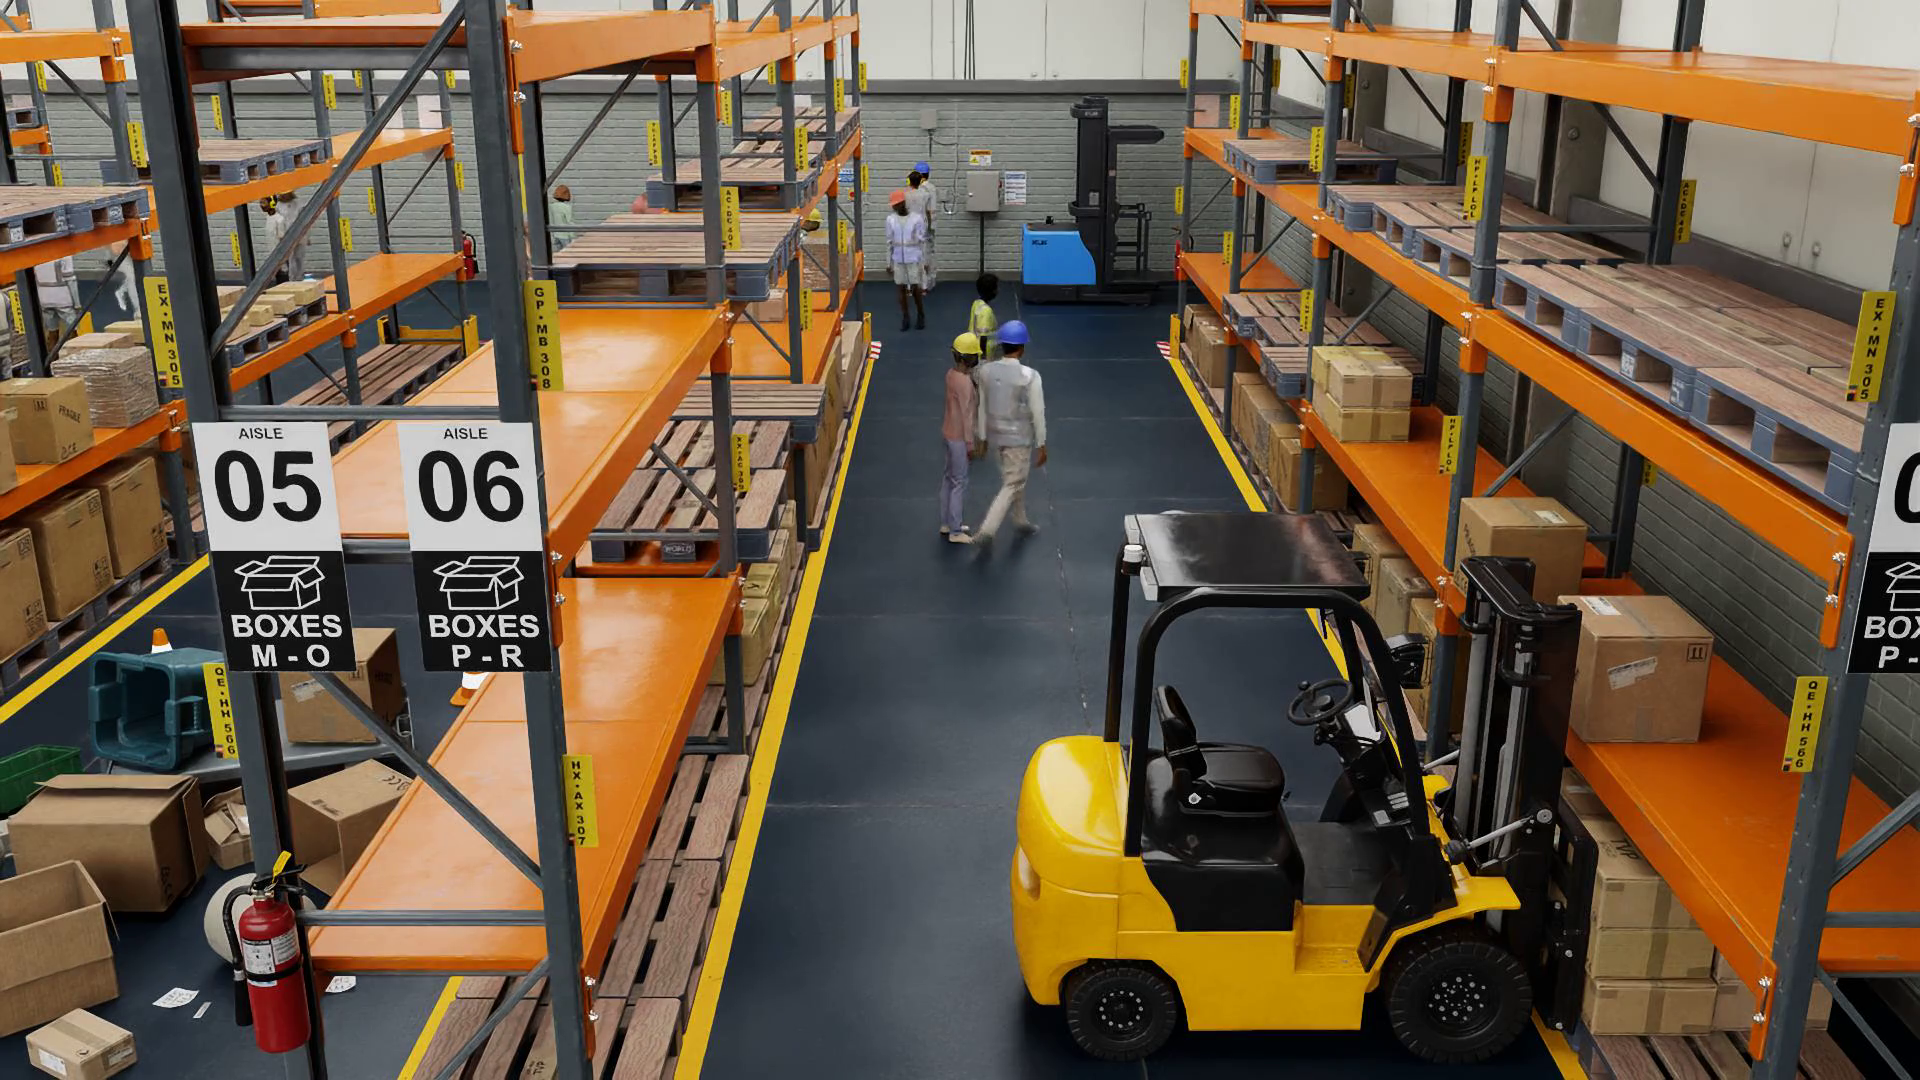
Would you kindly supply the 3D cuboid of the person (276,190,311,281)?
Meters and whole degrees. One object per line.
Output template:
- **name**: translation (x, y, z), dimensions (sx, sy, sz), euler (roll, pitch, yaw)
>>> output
- **person**: translation (-10.105, -4.574, 25.183), dimensions (0.560, 1.707, 0.551), euler (-12, 22, -33)

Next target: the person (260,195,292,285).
- **person**: translation (-9.248, -3.801, 22.598), dimensions (0.332, 1.859, 0.510), euler (-14, 23, -37)

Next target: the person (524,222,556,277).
- **person**: translation (-5.393, -3.311, 21.480), dimensions (0.584, 1.607, 0.534), euler (-8, 20, -22)

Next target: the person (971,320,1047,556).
- **person**: translation (0.390, -0.830, 13.517), dimensions (0.622, 1.913, 0.924), euler (15, 24, 39)

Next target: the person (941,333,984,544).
- **person**: translation (0.029, -0.848, 13.822), dimensions (0.349, 1.761, 0.528), euler (-5, 19, -16)

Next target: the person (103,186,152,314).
- **person**: translation (-11.764, -4.079, 23.370), dimensions (0.771, 1.895, 0.600), euler (11, 21, 31)

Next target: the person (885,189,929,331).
- **person**: translation (-0.720, -3.775, 22.491), dimensions (0.637, 1.889, 0.456), euler (6, 19, 17)

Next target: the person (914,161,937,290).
- **person**: translation (-0.549, -4.812, 25.502), dimensions (0.405, 1.946, 0.612), euler (6, 19, 17)

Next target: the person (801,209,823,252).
- **person**: translation (-1.934, -3.474, 21.801), dimensions (0.322, 1.731, 0.490), euler (0, 18, -1)

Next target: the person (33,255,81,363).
- **person**: translation (-10.519, -2.781, 19.397), dimensions (0.546, 1.928, 0.390), euler (1, 18, 3)

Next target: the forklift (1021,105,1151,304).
- **forklift**: translation (1.857, -4.944, 24.441), dimensions (1.873, 2.768, 1.129), euler (0, 18, 0)

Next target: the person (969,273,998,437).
- **person**: translation (0.228, -1.905, 17.127), dimensions (0.321, 1.688, 0.569), euler (-2, 18, -5)

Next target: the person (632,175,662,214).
- **person**: translation (-4.401, -4.307, 24.058), dimensions (0.400, 1.901, 0.650), euler (17, 25, 42)

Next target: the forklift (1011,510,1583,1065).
- **forklift**: translation (1.387, 1.055, 7.378), dimensions (2.313, 2.155, 1.214), euler (0, 18, 0)

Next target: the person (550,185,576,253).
- **person**: translation (-6.020, -4.575, 25.297), dimensions (0.504, 1.628, 0.276), euler (17, 25, 41)

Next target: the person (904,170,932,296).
- **person**: translation (-0.675, -4.626, 25.065), dimensions (0.515, 1.872, 0.328), euler (-5, 19, -16)
